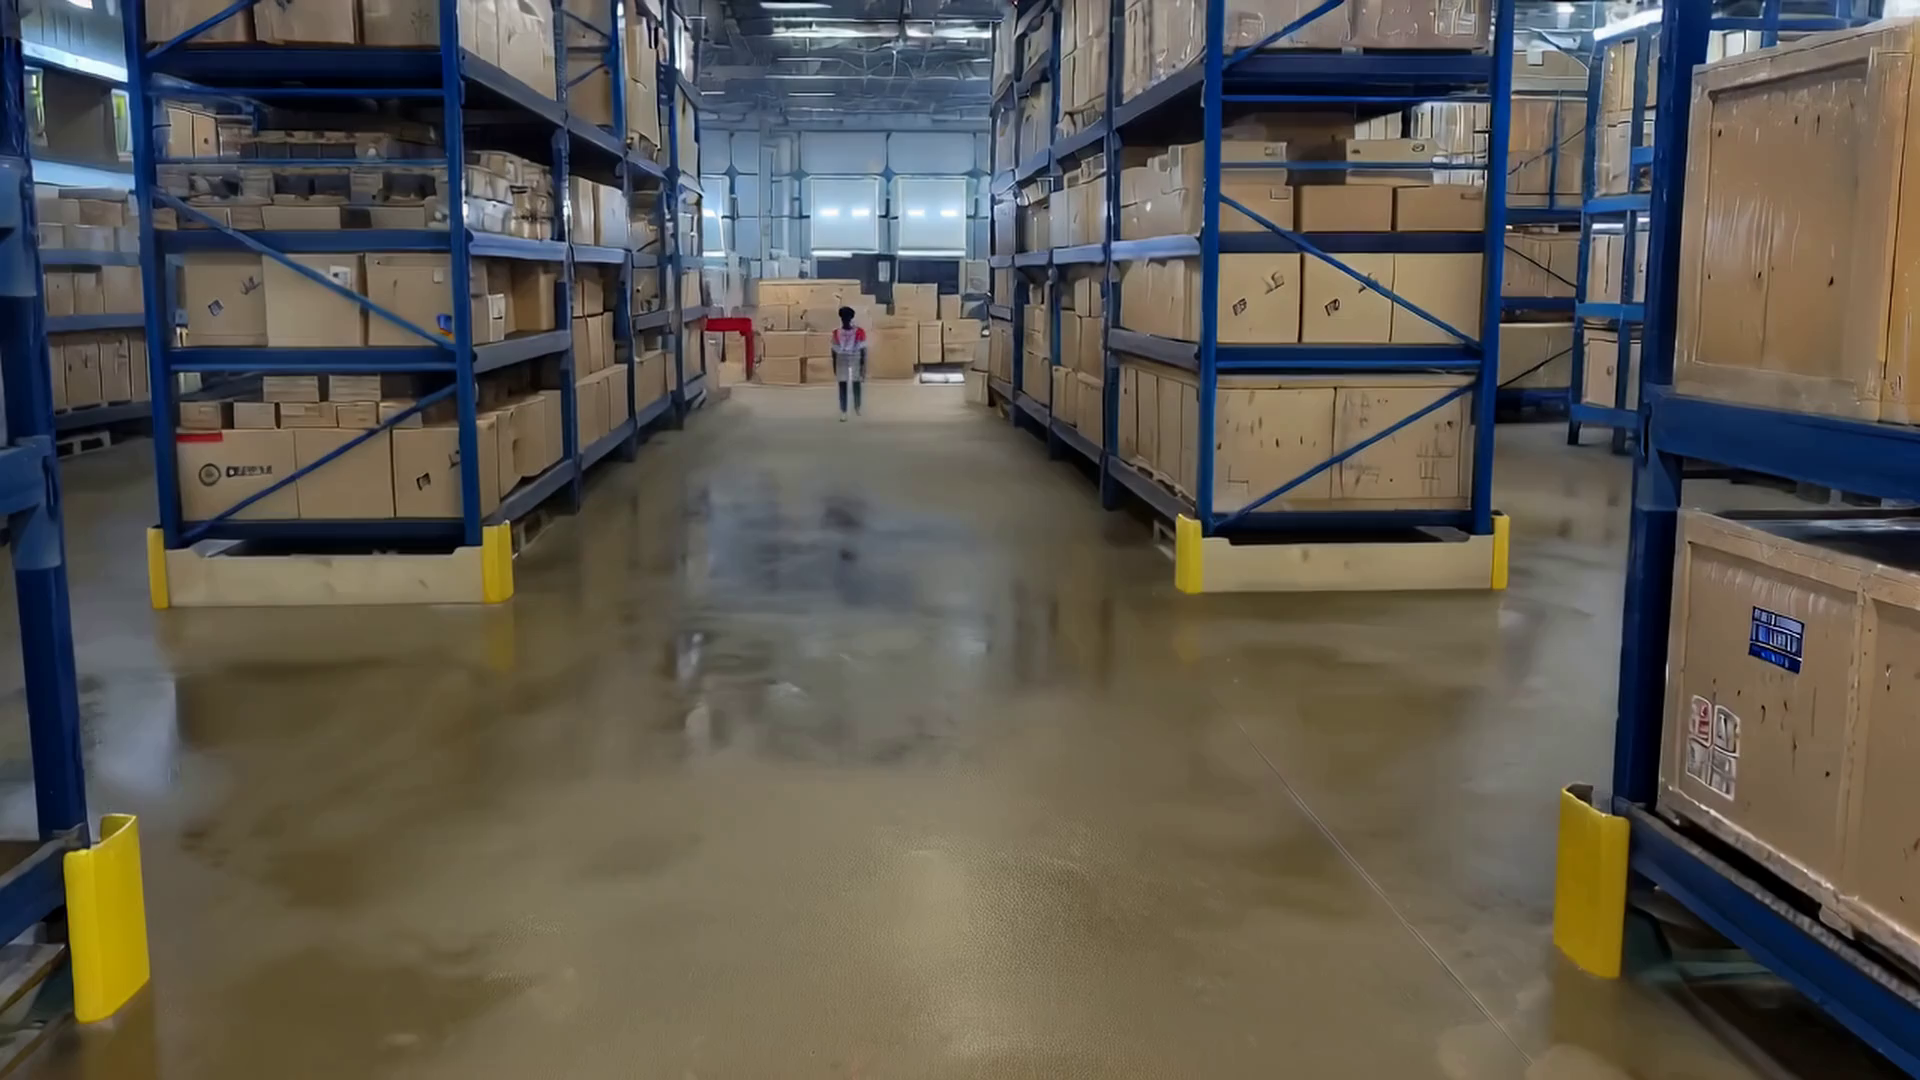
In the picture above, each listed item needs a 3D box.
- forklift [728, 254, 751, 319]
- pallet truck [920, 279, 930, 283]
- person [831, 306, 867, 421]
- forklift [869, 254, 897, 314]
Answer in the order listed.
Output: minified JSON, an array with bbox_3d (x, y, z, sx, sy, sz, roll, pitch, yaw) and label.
[{"bbox_3d":[-7.609,-8.483,57.593,1.873,2.768,1.129,5,10,27],"label":"forklift"},{"bbox_3d":[-0.932,-8.922,63.114,1.885,1.965,0.823,2,9,13],"label":"pallet truck"},{"bbox_3d":[-1.620,-2.589,24.347,0.538,1.676,0.630,0,9,3],"label":"person"},{"bbox_3d":[-2.577,-8.193,55.775,1.129,2.768,1.873,-7,11,-38],"label":"forklift"}]
